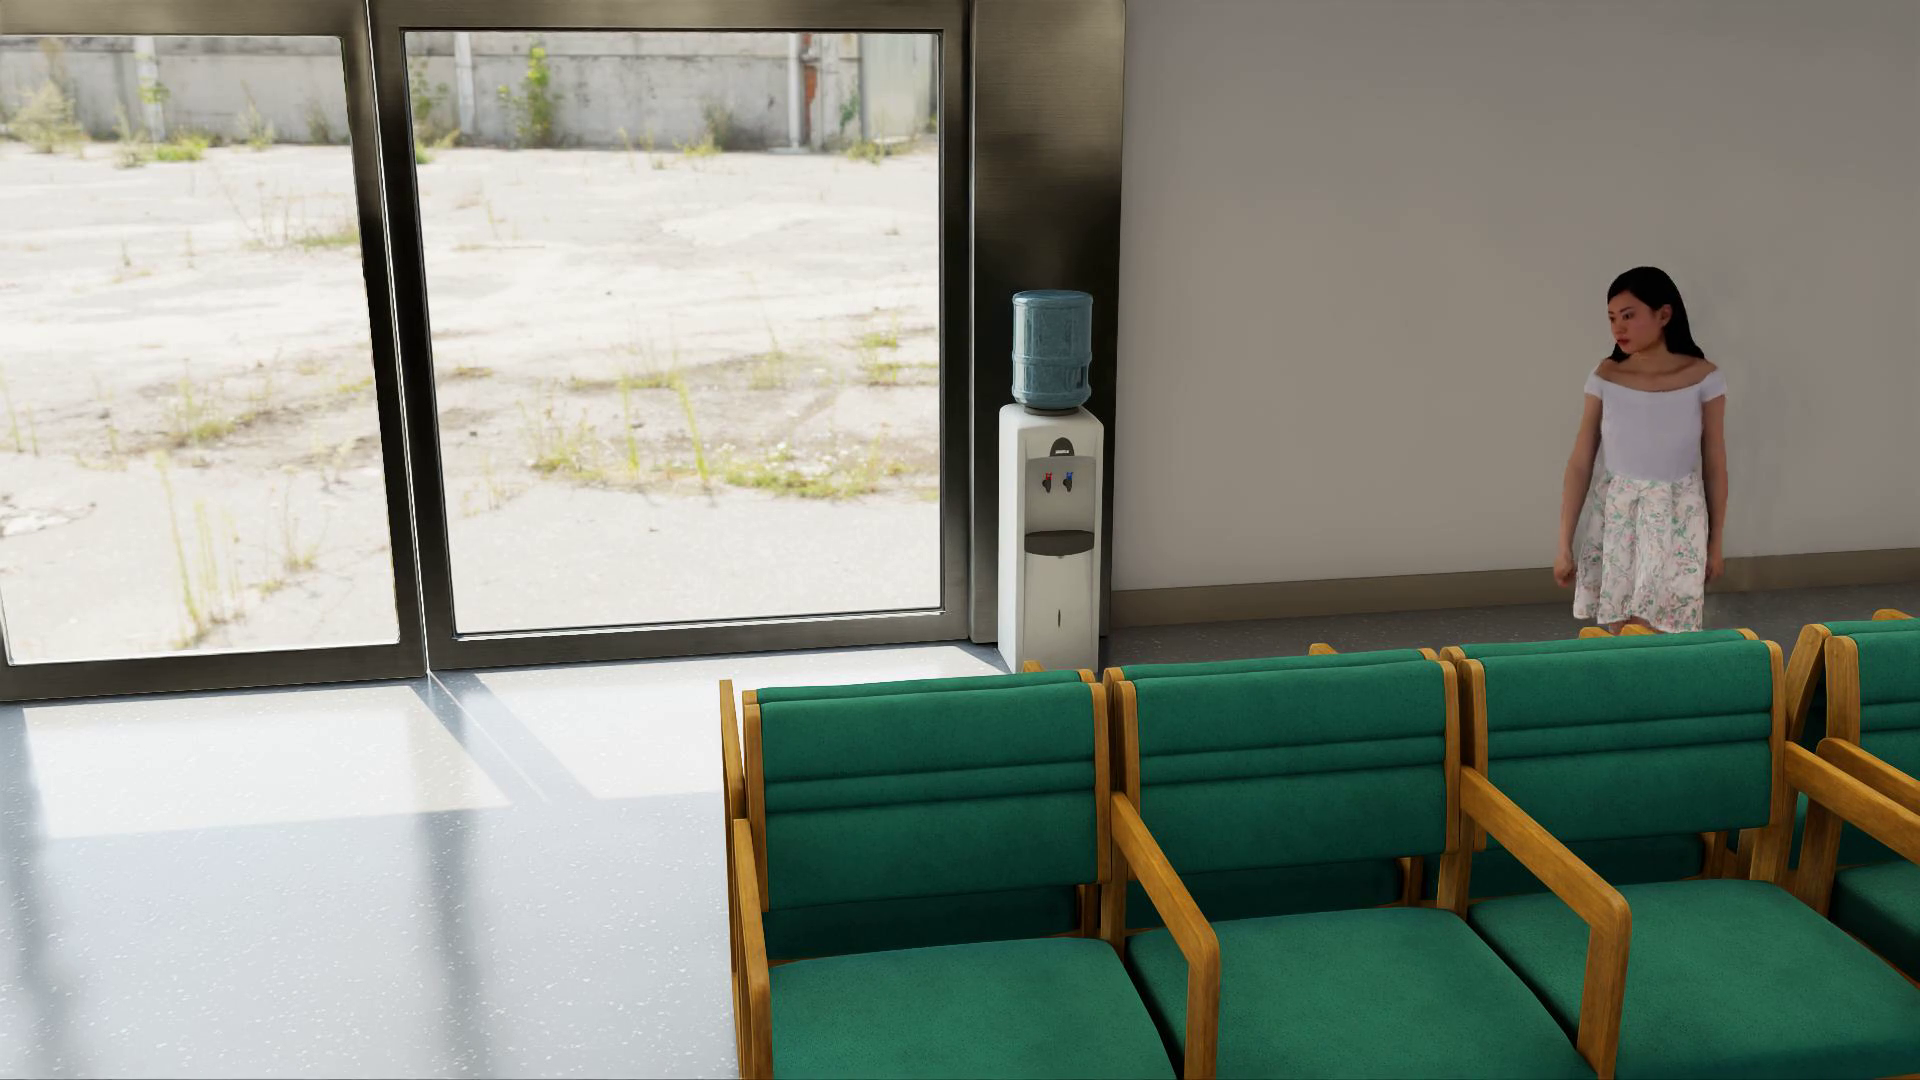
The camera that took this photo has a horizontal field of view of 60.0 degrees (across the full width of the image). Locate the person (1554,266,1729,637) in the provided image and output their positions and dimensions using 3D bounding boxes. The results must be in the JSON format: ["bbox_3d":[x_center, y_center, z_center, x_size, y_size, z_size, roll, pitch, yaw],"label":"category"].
[{"bbox_3d":[2.137,0.047,5.130,0.830,1.741,0.886,8,18,26],"label":"person"}]
